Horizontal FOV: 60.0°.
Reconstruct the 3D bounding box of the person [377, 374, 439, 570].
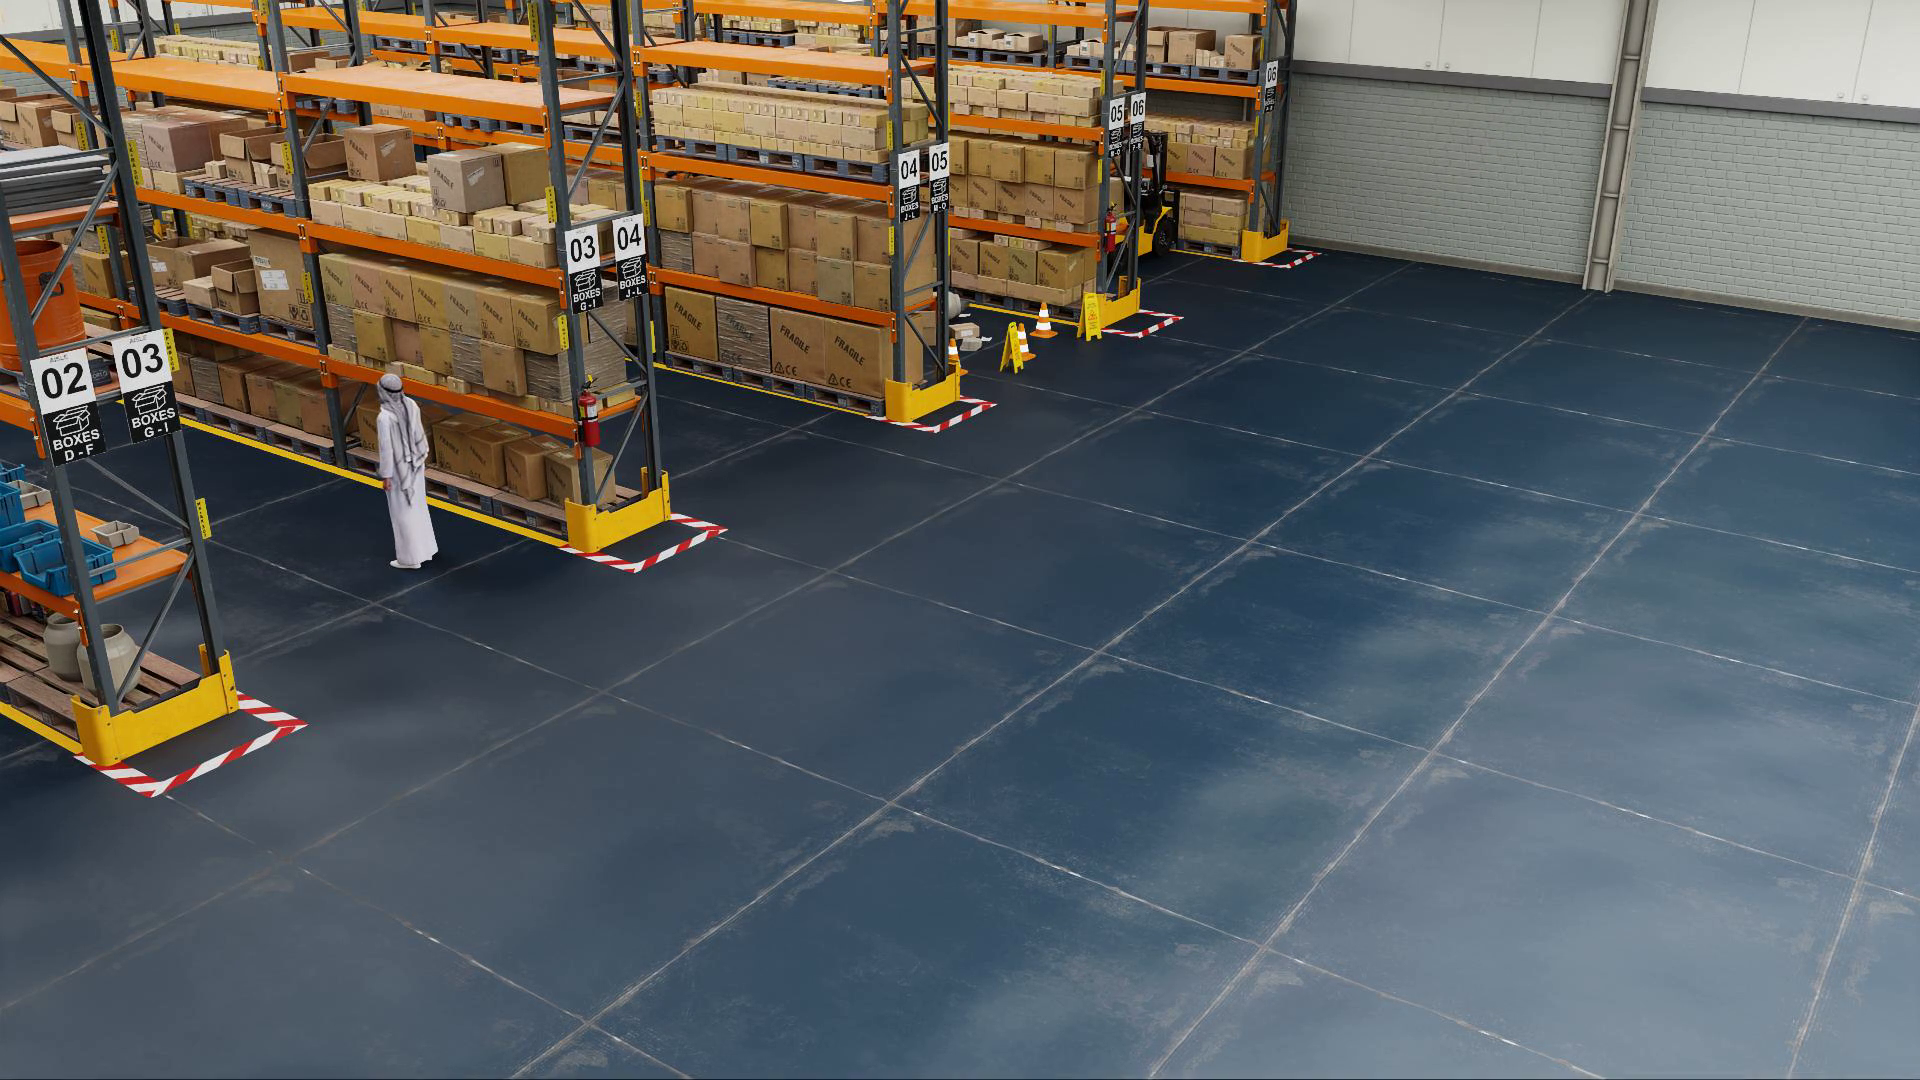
[{"bbox_3d":[-5.313,-0.666,15.881,0.722,1.927,0.743,8,24,19],"label":"person"}]
